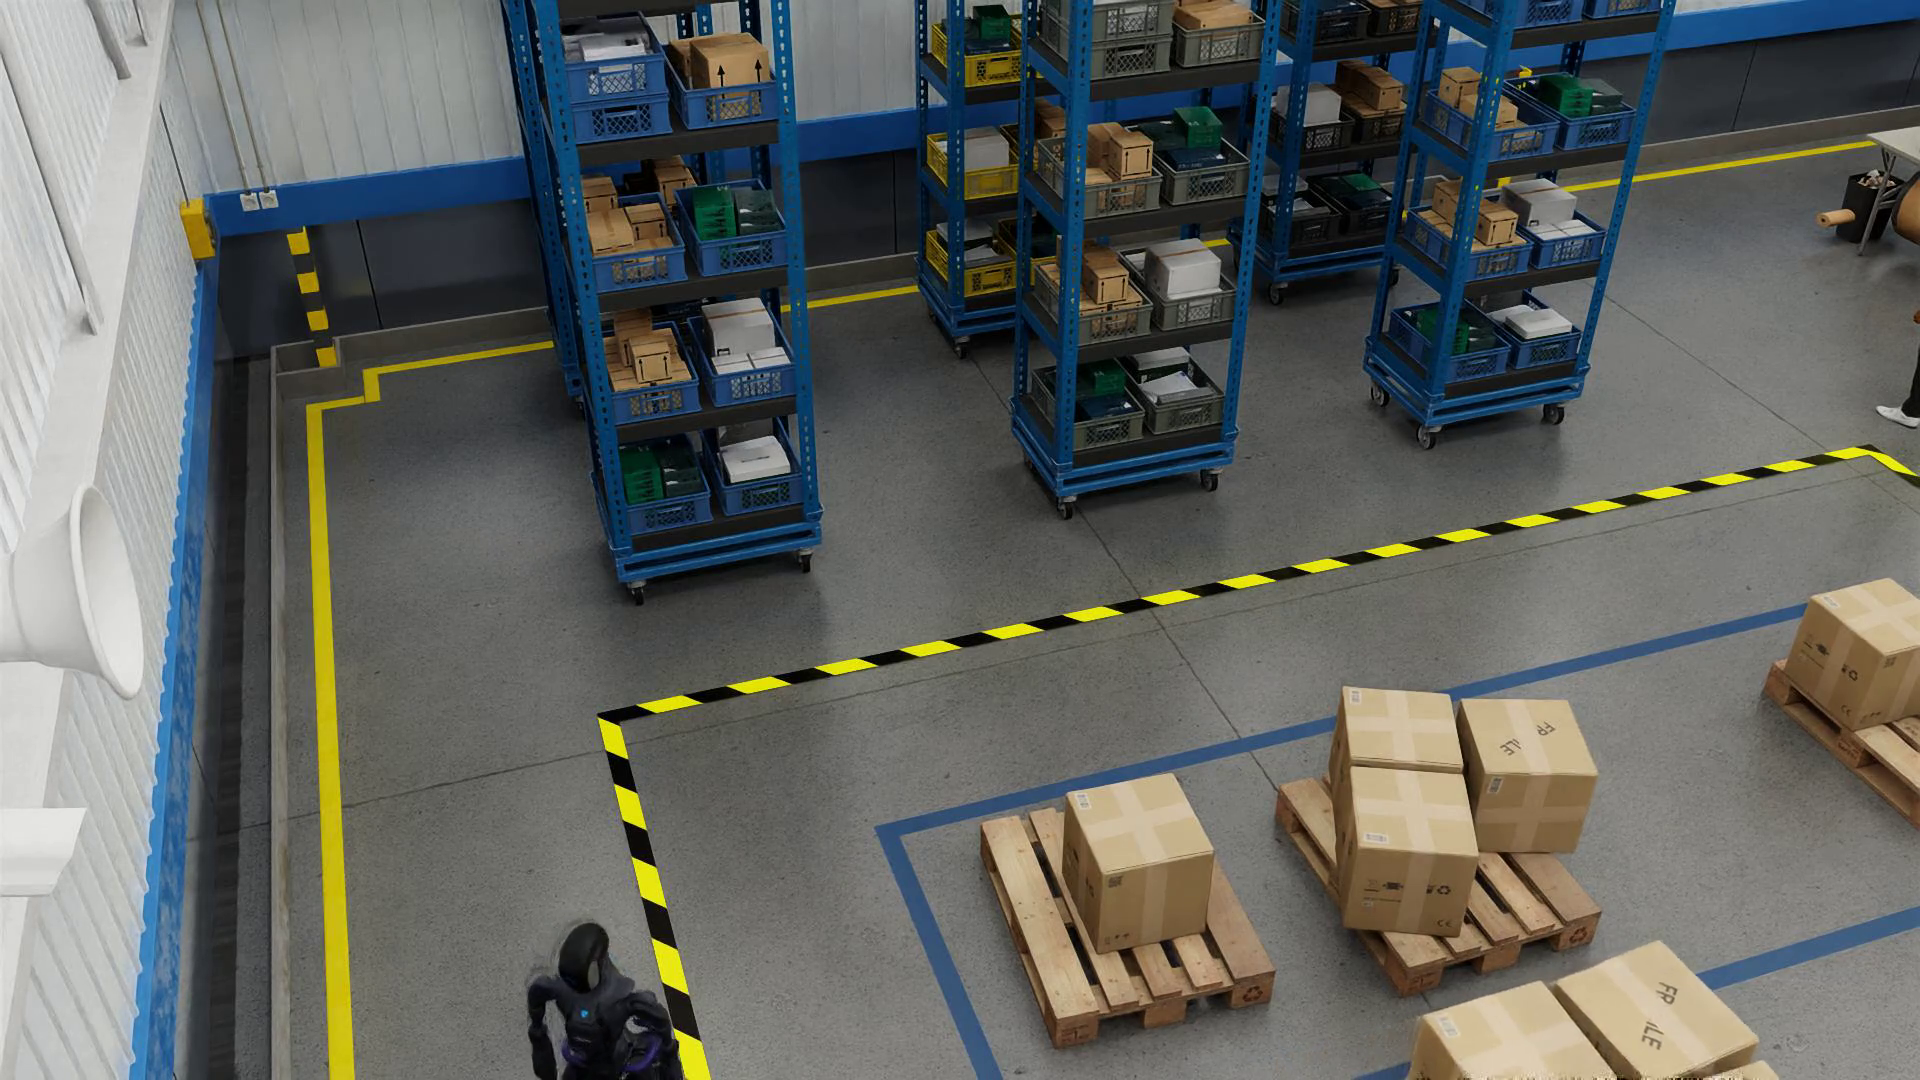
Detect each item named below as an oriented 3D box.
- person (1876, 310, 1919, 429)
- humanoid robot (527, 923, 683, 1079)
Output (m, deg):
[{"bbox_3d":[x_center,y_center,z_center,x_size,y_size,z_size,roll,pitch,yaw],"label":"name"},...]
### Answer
[{"bbox_3d":[6.559,-1.600,10.949,0.596,1.851,0.359,-13,37,-18],"label":"person"},{"bbox_3d":[-1.275,1.949,6.079,0.614,1.640,0.370,5,35,6],"label":"humanoid robot"}]
